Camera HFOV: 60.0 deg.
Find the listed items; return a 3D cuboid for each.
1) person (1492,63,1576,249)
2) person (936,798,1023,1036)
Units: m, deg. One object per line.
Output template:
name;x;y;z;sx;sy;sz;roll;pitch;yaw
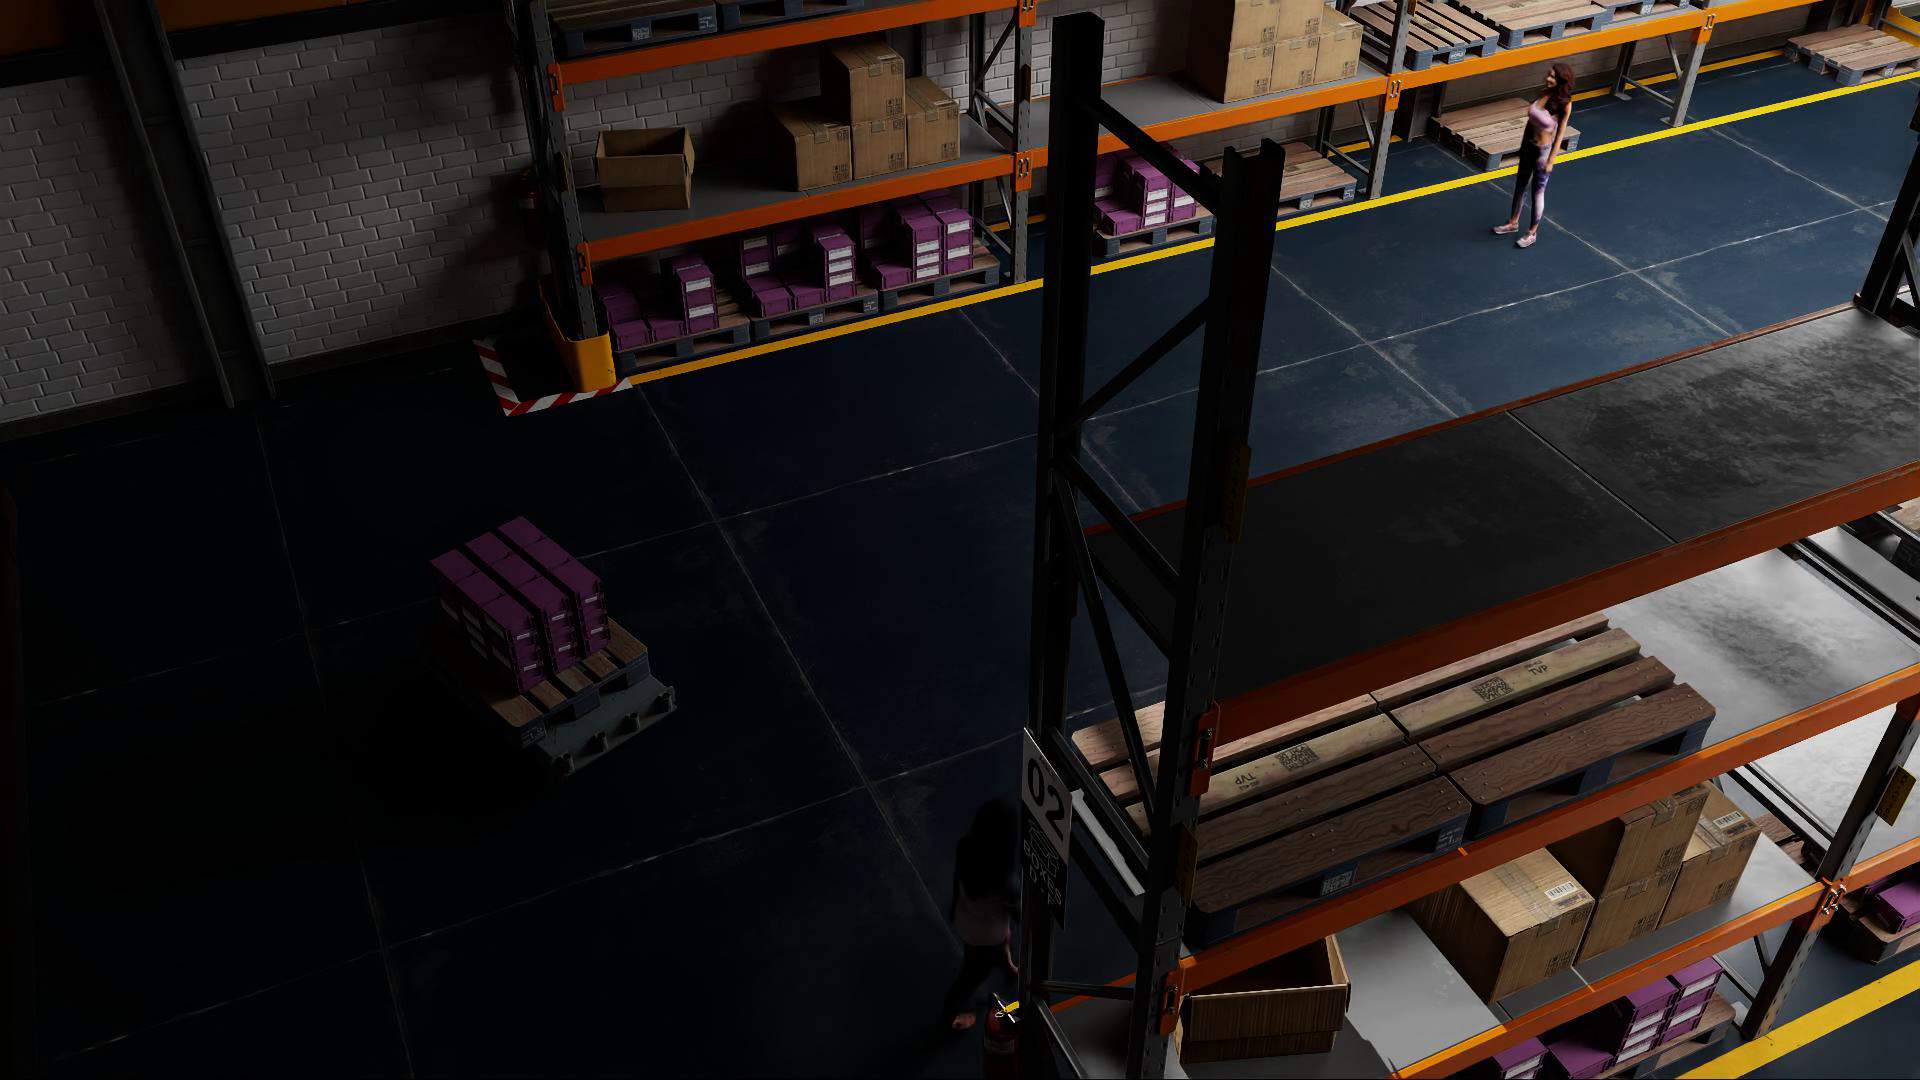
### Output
person;5.410;-3.615;15.558;0.531;1.766;0.589;-17;42;-20
person;0.056;2.029;8.569;0.961;1.669;0.645;-20;43;-24
